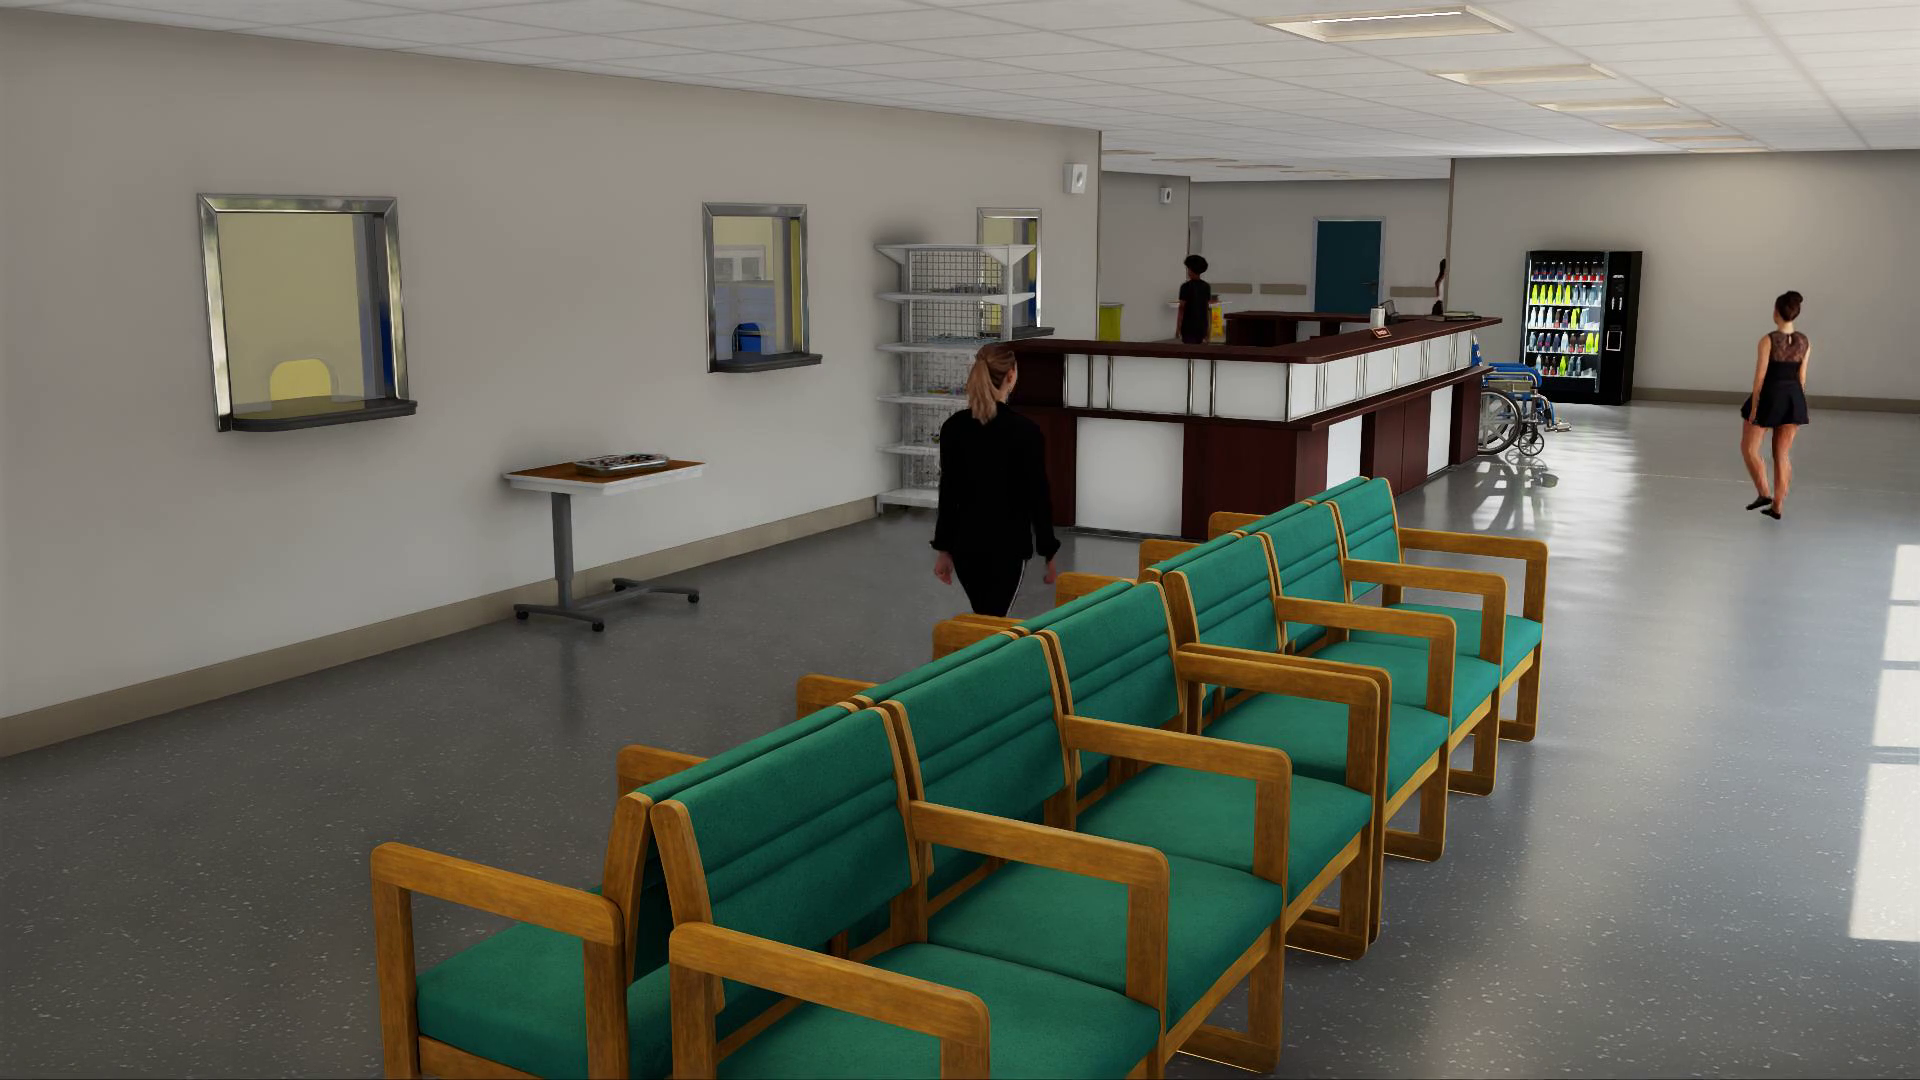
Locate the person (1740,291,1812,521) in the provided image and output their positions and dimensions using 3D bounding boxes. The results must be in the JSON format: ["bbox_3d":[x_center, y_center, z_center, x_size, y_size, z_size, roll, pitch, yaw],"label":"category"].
[{"bbox_3d":[5.992,-0.961,12.115,0.722,1.666,0.788,-1,11,-4],"label":"person"}]

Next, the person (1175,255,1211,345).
[{"bbox_3d":[2.975,-2.677,20.910,0.916,1.758,1.172,-8,13,-37],"label":"person"}]

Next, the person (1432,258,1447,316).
[{"bbox_3d":[7.258,-3.430,25.300,1.121,1.602,1.011,-2,11,-10],"label":"person"}]

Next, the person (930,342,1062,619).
[{"bbox_3d":[0.073,0.111,6.464,0.912,1.666,0.679,6,12,29],"label":"person"}]
